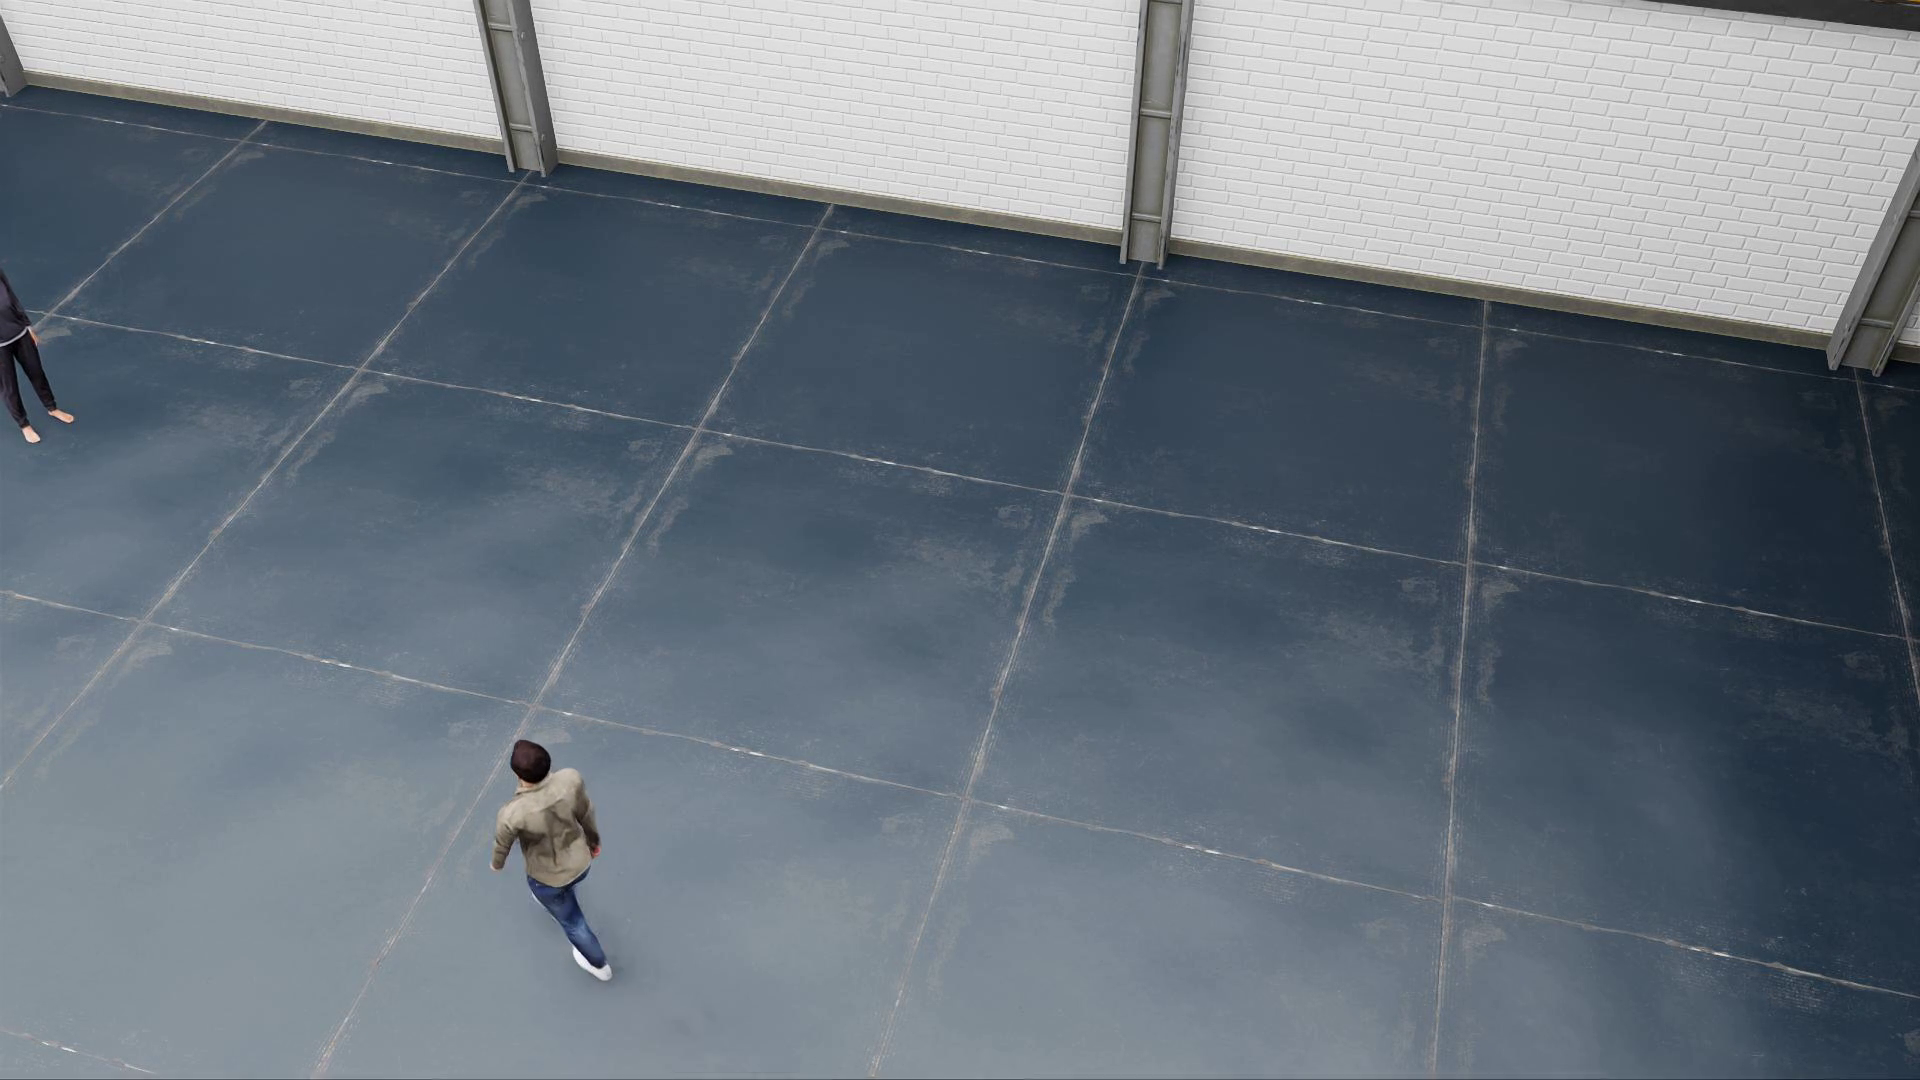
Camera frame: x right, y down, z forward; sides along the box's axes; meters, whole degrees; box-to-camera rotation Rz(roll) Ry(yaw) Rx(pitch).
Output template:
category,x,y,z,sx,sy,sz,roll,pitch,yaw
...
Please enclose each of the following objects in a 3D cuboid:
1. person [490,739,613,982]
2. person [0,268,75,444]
category,x,y,z,sx,sy,sz,roll,pitch,yaw
person,-2.148,1.824,9.082,1.143,1.834,0.969,30,51,28
person,-7.314,-1.558,12.707,0.631,1.728,0.663,25,49,24
